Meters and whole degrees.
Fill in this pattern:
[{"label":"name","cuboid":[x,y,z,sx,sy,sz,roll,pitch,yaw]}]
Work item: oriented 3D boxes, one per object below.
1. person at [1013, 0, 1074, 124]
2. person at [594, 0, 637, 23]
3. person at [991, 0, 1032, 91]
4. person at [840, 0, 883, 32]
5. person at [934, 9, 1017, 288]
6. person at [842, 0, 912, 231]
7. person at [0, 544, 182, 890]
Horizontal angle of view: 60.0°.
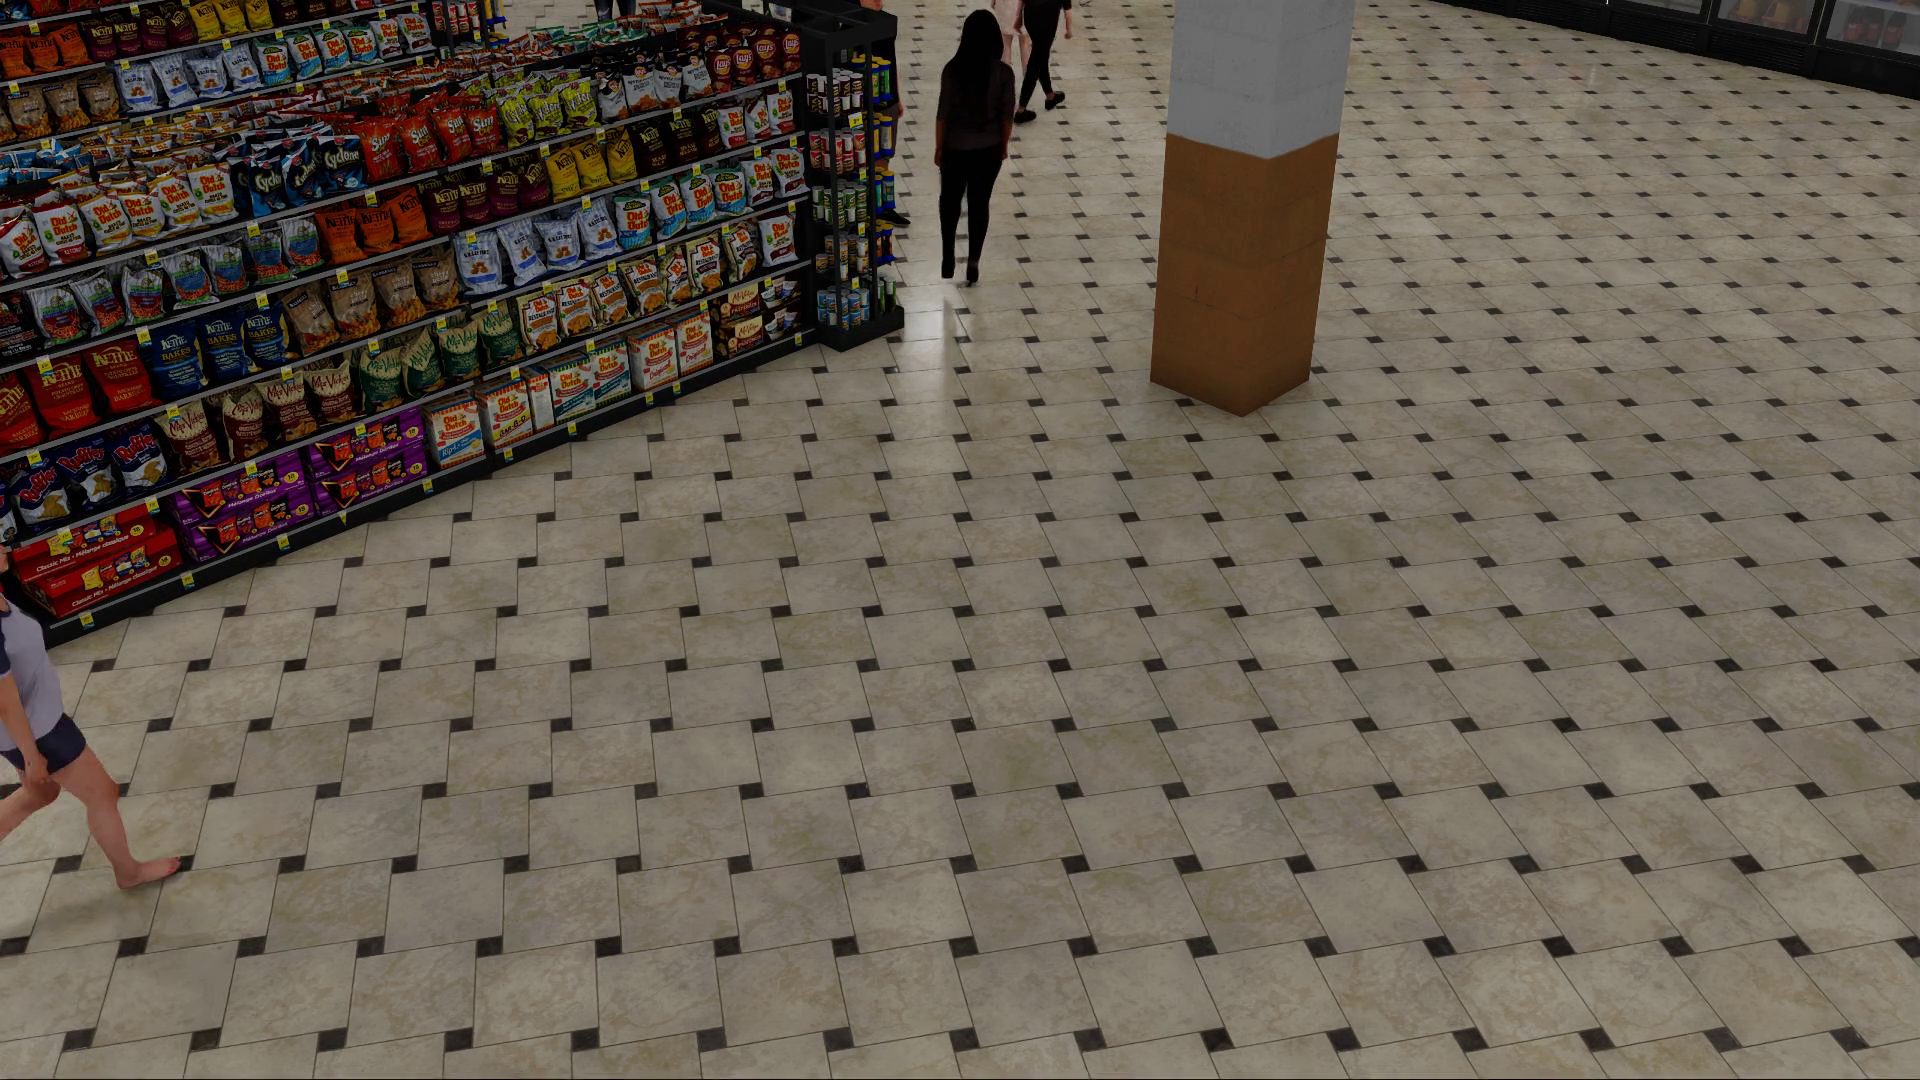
[{"label":"person","cuboid":[0.627,-4.336,14.010,0.678,1.668,0.978,22,38,31]},{"label":"person","cuboid":[-3.135,-5.073,14.971,0.655,1.904,0.817,-14,34,-21]},{"label":"person","cuboid":[0.489,-4.744,14.601,0.683,1.736,0.745,0,32,-1]},{"label":"person","cuboid":[-0.821,-4.042,13.535,0.843,1.671,0.722,11,33,17]},{"label":"person","cuboid":[0.091,-2.496,10.914,0.885,1.814,0.944,-1,32,-2]},{"label":"person","cuboid":[-0.625,-3.126,11.881,0.733,1.862,0.510,26,40,35]},{"label":"person","cuboid":[-3.406,0.682,5.932,1.053,1.683,0.729,-19,37,-28]}]
